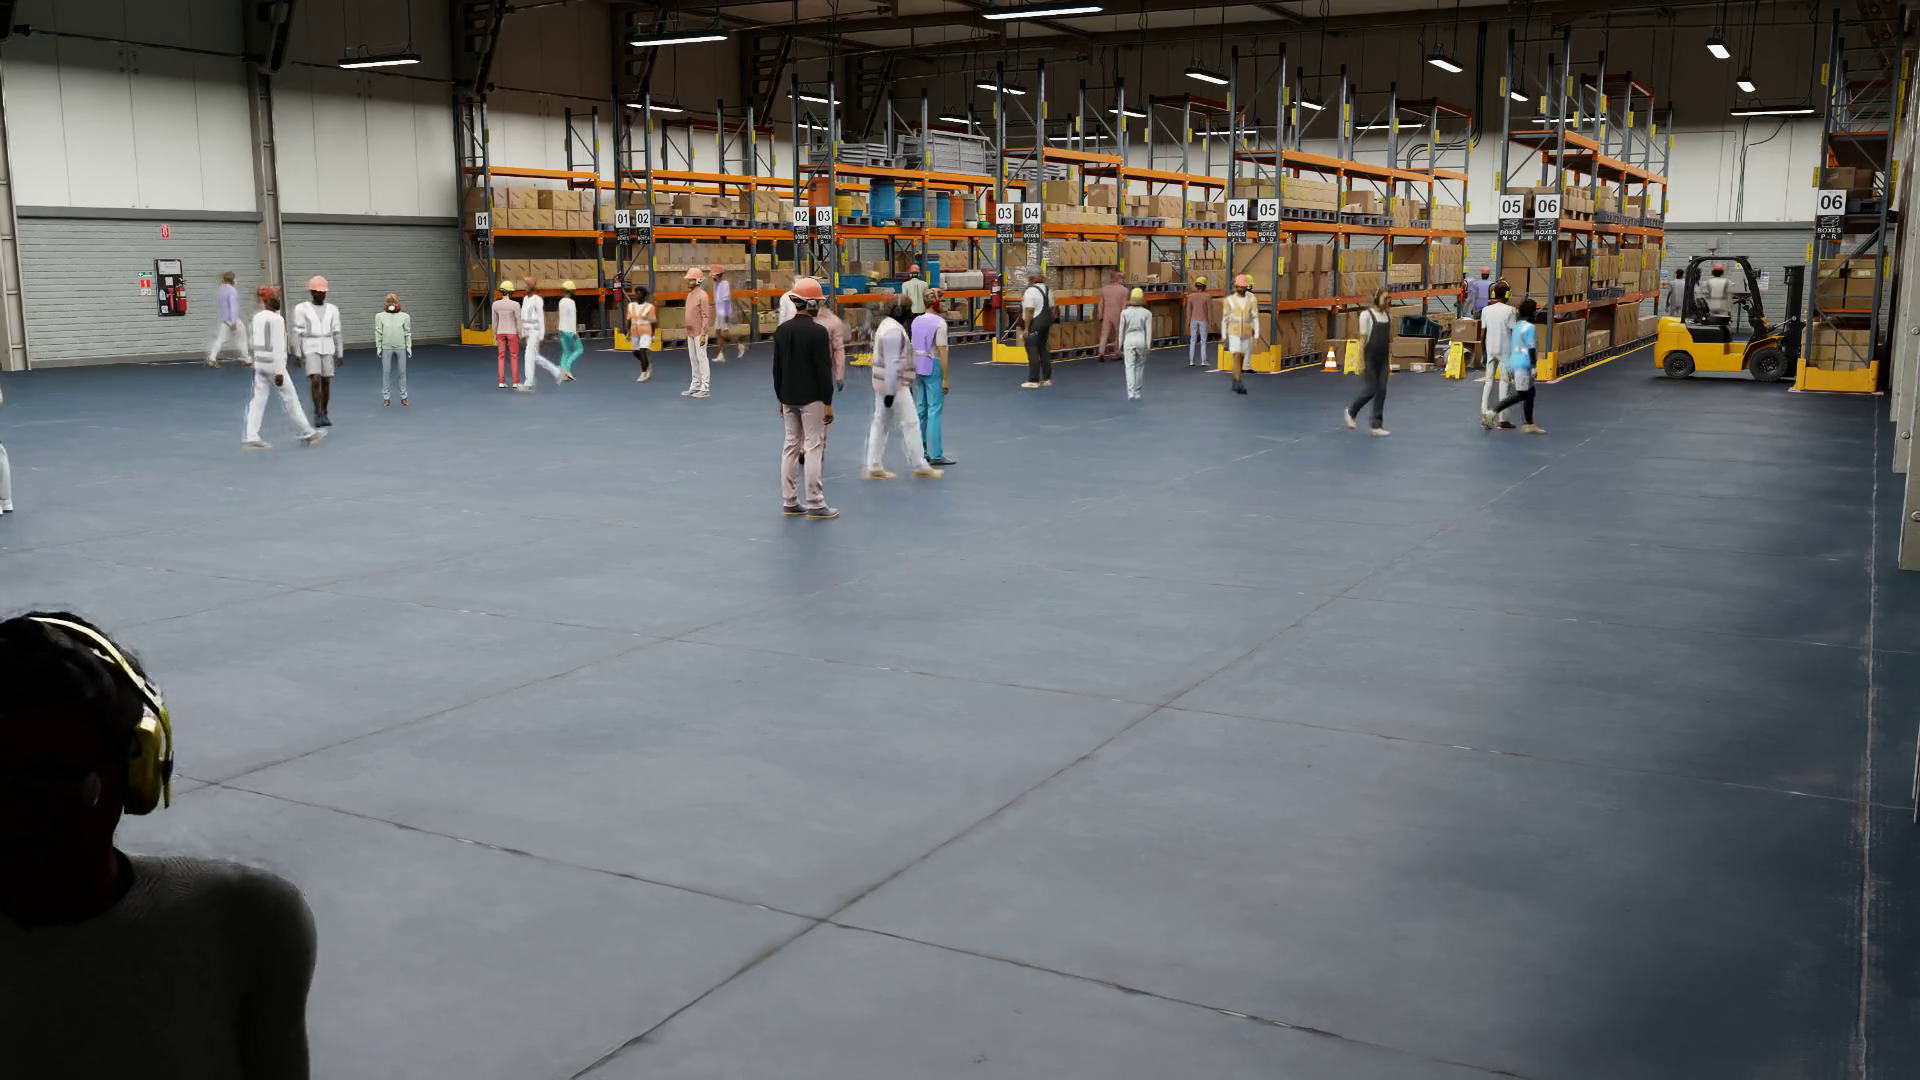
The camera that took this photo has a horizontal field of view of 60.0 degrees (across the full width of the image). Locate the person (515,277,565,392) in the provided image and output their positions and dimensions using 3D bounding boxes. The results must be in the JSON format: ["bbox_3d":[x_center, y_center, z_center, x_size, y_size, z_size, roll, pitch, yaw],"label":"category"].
[{"bbox_3d":[-6.819,-3.330,26.897,0.819,1.858,0.581,-7,12,-34],"label":"person"}]

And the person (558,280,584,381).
[{"bbox_3d":[-6.789,-3.628,28.903,0.394,1.750,0.541,-8,12,-39],"label":"person"}]

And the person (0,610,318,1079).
[{"bbox_3d":[-1.002,0.949,1.939,0.537,1.827,0.981,-3,10,-17],"label":"person"}]

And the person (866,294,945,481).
[{"bbox_3d":[-0.528,-1.468,16.129,0.859,1.808,0.649,-2,10,-11],"label":"person"}]

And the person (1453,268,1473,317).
[{"bbox_3d":[14.285,-6.822,47.304,0.824,1.869,0.619,-7,12,-36],"label":"person"}]

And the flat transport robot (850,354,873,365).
[{"bbox_3d":[-1.531,-3.609,33.144,0.652,0.197,1.431,5,11,29],"label":"flat transport robot"}]

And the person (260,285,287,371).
[{"bbox_3d":[-13.030,-4.011,31.505,0.500,1.636,0.280,6,11,30],"label":"person"}]

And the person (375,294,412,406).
[{"bbox_3d":[-8.244,-2.767,24.229,0.498,1.633,0.279,-4,11,-23],"label":"person"}]

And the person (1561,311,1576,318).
[{"bbox_3d":[14.898,-5.684,40.627,0.736,1.876,0.408,-9,13,-41],"label":"person"}]

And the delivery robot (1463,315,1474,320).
[{"bbox_3d":[13.887,-5.927,45.608,0.707,0.478,0.477,0,10,-3],"label":"delivery robot"}]

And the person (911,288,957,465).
[{"bbox_3d":[-0.318,-1.705,17.387,0.396,1.847,0.565,-7,12,-35],"label":"person"}]

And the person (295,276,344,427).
[{"bbox_3d":[-8.129,-2.388,21.177,0.583,1.914,0.657,-8,13,-40],"label":"person"}]

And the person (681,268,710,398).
[{"bbox_3d":[-4.078,-3.201,25.709,0.378,1.996,0.613,-7,12,-36],"label":"person"}]

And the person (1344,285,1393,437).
[{"bbox_3d":[4.979,-2.167,20.154,0.535,1.826,0.538,-6,11,-30],"label":"person"}]

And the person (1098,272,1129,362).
[{"bbox_3d":[3.141,-4.606,34.381,0.713,1.858,0.966,7,12,34],"label":"person"}]

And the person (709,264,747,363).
[{"bbox_3d":[-4.793,-4.633,34.050,0.703,2.011,0.649,-6,12,-33],"label":"person"}]

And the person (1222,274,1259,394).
[{"bbox_3d":[4.480,-3.287,26.545,0.562,1.889,0.985,-1,10,-6],"label":"person"}]

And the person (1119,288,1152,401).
[{"bbox_3d":[2.652,-2.967,25.200,0.497,1.701,0.876,1,10,6],"label":"person"}]

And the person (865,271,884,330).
[{"bbox_3d":[-2.163,-5.918,42.252,0.601,1.789,0.922,5,11,26],"label":"person"}]

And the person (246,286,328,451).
[{"bbox_3d":[-7.706,-1.940,18.798,0.606,1.829,0.969,7,12,36],"label":"person"}]

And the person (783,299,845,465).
[{"bbox_3d":[-1.541,-1.716,17.399,0.673,1.855,0.960,0,10,-3],"label":"person"}]

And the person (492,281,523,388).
[{"bbox_3d":[-7.453,-3.385,27.461,0.533,1.767,0.313,2,10,13],"label":"person"}]

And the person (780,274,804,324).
[{"bbox_3d":[-2.692,-3.513,27.901,0.651,1.879,0.892,-3,10,-20],"label":"person"}]

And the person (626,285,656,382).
[{"bbox_3d":[-5.506,-3.595,28.933,0.538,1.677,0.649,4,10,20],"label":"person"}]

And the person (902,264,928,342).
[{"bbox_3d":[-0.968,-4.908,35.709,0.613,1.994,0.395,-3,10,-16],"label":"person"}]

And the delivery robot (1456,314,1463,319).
[{"bbox_3d":[13.884,-6.024,46.178,0.477,0.478,0.707,-3,10,-16],"label":"delivery robot"}]

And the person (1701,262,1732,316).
[{"bbox_3d":[17.009,-5.226,37.465,0.639,2.028,0.422,3,10,18],"label":"person"}]

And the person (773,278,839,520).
[{"bbox_3d":[-1.273,-1.166,13.797,0.617,1.993,0.396,8,13,40],"label":"person"}]

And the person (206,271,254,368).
[{"bbox_3d":[-14.238,-4.282,32.348,0.644,1.900,0.999,8,13,40],"label":"person"}]

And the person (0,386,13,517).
[{"bbox_3d":[-8.208,-1.142,13.859,0.386,1.926,0.591,-1,10,-6],"label":"person"}]

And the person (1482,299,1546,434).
[{"bbox_3d":[6.790,-2.106,20.268,0.726,1.659,0.528,1,10,5],"label":"person"}]

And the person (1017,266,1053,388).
[{"bbox_3d":[1.250,-3.546,27.603,0.588,2.000,0.779,6,12,33],"label":"person"}]

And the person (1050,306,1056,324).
[{"bbox_3d":[1.886,-5.208,37.676,0.623,1.932,0.370,0,10,-1],"label":"person"}]

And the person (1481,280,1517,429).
[{"bbox_3d":[6.833,-2.337,21.054,0.328,1.862,0.513,-9,13,-43],"label":"person"}]

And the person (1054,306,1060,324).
[{"bbox_3d":[3.037,-7.900,53.391,0.358,1.938,0.542,6,11,31],"label":"person"}]

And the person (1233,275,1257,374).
[{"bbox_3d":[5.264,-3.971,30.696,0.404,1.830,0.599,-6,12,-33],"label":"person"}]

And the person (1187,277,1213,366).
[{"bbox_3d":[4.754,-4.318,32.927,0.533,1.767,0.326,6,11,30],"label":"person"}]

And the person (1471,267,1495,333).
[{"bbox_3d":[12.756,-5.680,40.519,0.568,1.890,0.946,3,10,17],"label":"person"}]

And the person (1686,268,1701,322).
[{"bbox_3d":[19.019,-6.083,42.944,0.983,1.866,0.602,9,13,43],"label":"person"}]

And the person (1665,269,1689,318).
[{"bbox_3d":[18.368,-6.014,42.596,0.558,1.844,0.629,3,10,17],"label":"person"}]
